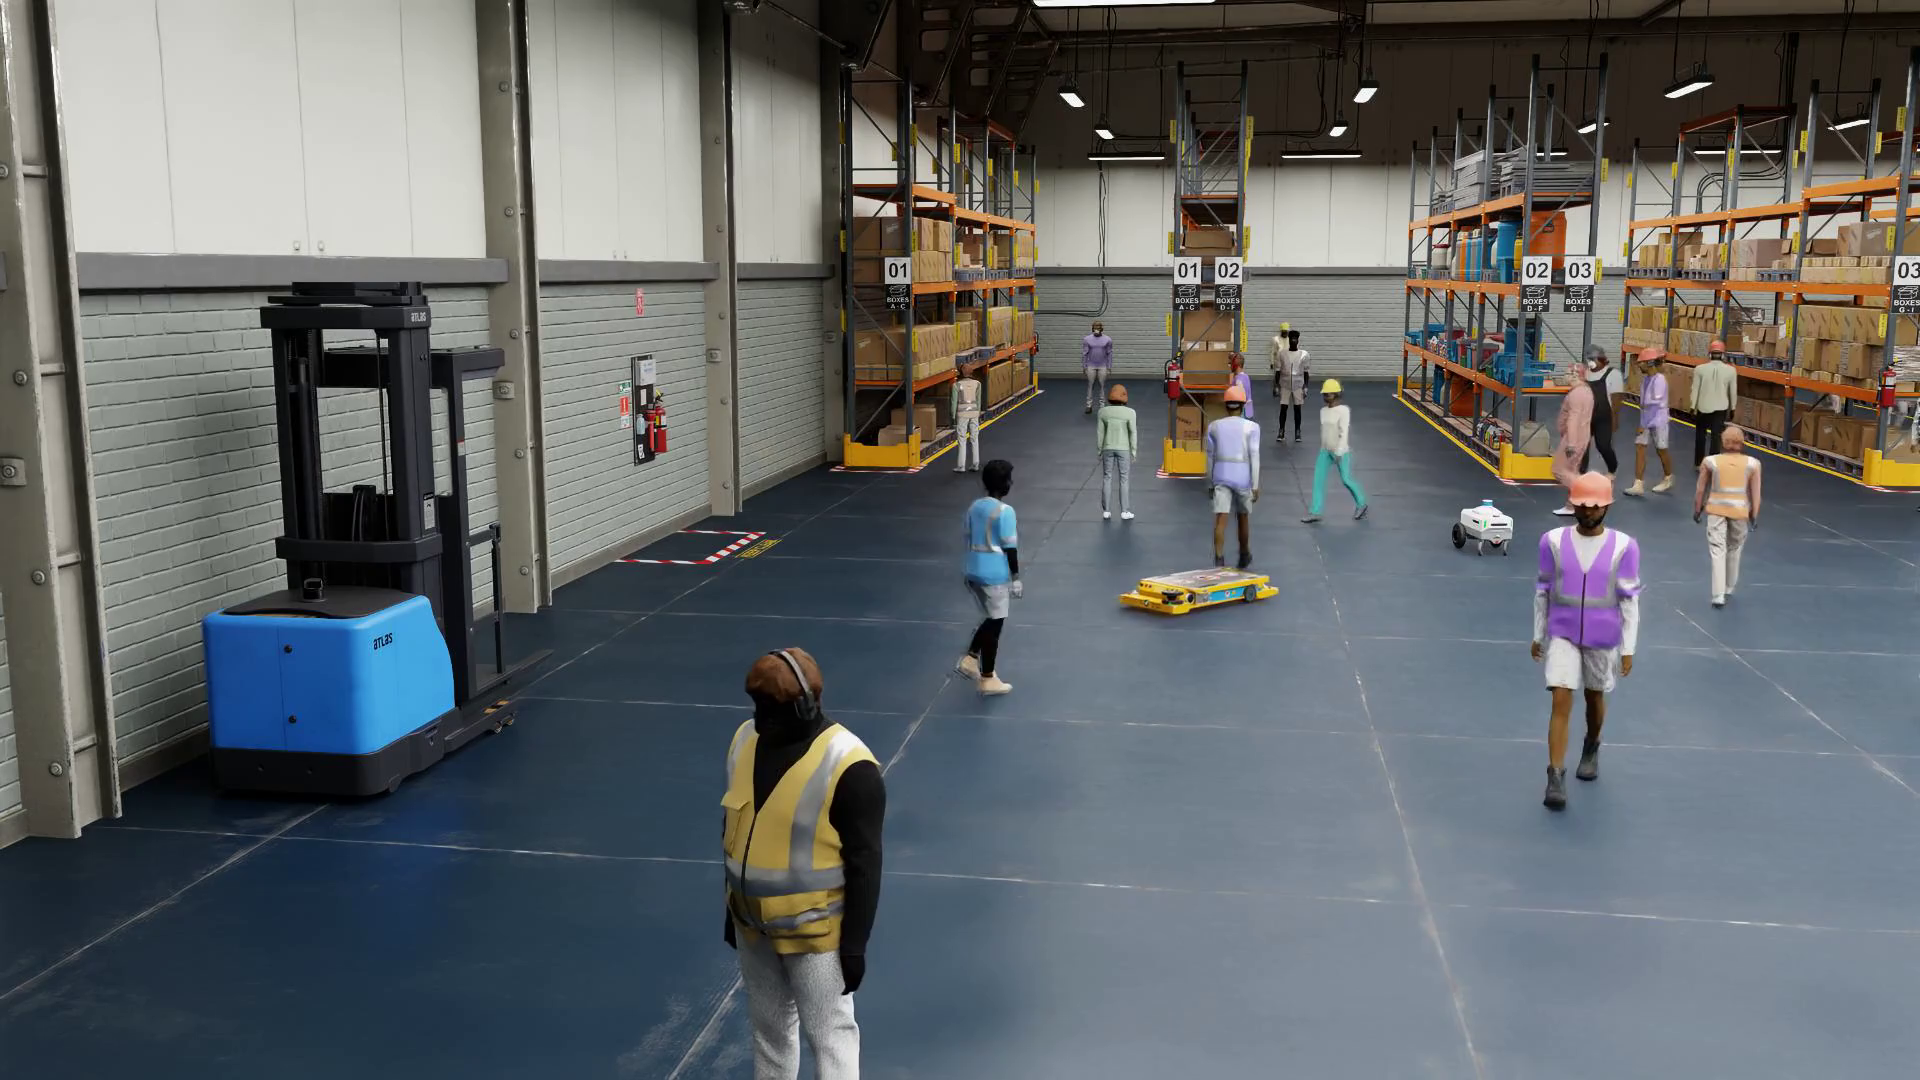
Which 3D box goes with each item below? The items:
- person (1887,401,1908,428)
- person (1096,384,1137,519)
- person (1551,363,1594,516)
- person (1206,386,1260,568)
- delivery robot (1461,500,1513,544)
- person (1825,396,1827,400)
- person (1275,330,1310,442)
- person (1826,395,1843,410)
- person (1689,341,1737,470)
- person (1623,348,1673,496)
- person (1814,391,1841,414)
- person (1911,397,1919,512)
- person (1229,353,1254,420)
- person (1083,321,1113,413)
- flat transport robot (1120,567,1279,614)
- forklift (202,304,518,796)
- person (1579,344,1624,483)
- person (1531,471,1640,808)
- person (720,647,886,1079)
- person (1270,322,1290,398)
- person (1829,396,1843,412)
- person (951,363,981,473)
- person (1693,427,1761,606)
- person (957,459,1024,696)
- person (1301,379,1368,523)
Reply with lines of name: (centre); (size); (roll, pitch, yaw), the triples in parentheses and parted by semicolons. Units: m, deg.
person: (16.359, -2.627, 29.105); (0.581, 1.868, 0.434); (1, 9, 5)
person: (1.911, -1.076, 20.255); (0.505, 1.631, 0.278); (4, 10, 22)
person: (7.491, -1.221, 20.354); (0.433, 1.888, 0.665); (6, 11, 32)
person: (2.716, -0.595, 16.582); (0.552, 1.869, 1.035); (3, 10, 19)
delivery robot: (5.682, -0.189, 17.942); (0.477, 0.478, 0.707); (-1, 9, -4)
person: (20.355, -4.134, 38.569); (0.749, 1.803, 0.625); (0, 9, -1)
person: (5.867, -2.727, 29.411); (0.607, 1.966, 0.367); (2, 9, 13)
person: (19.232, -3.880, 36.356); (0.613, 2.023, 0.663); (3, 10, 19)
person: (11.239, -1.982, 24.834); (0.662, 1.951, 0.944); (3, 10, 19)
person: (9.340, -1.584, 22.364); (0.972, 1.973, 0.568); (-3, 10, -16)
person: (16.537, -3.007, 31.683); (0.628, 1.802, 0.947); (2, 10, 14)
person: (12.340, -1.275, 20.970); (0.840, 1.806, 0.599); (-7, 11, -35)
person: (3.973, -1.723, 23.604); (0.392, 1.842, 0.564); (2, 9, 13)
person: (2.915, -3.663, 35.268); (0.630, 1.938, 0.366); (1, 9, 8)
flat transport robot: (2.199, 0.445, 15.194); (1.431, 0.197, 0.652); (-8, 12, -39)
forklift: (-3.673, -0.038, 10.147); (1.129, 2.768, 1.873); (1, 9, 9)
person: (8.841, -1.717, 23.086); (0.749, 2.000, 0.700); (-8, 12, -41)
person: (3.599, 0.531, 9.585); (0.569, 1.889, 1.005); (4, 10, 24)
person: (-0.539, 1.241, 5.349); (0.619, 1.837, 0.430); (7, 12, 38)
person: (7.486, -4.137, 38.548); (0.611, 1.821, 0.490); (0, 9, -3)
person: (17.940, -3.268, 33.877); (0.519, 1.602, 0.763); (3, 10, 16)
person: (0.095, -1.828, 24.912); (0.508, 1.629, 0.315); (-5, 10, -27)
person: (6.957, -0.229, 15.113); (0.532, 1.594, 0.837); (3, 10, 19)
person: (0.243, 0.267, 11.827); (0.363, 1.688, 0.545); (-4, 10, -25)
person: (4.557, -1.089, 20.054); (0.890, 1.724, 0.519); (-6, 11, -33)
